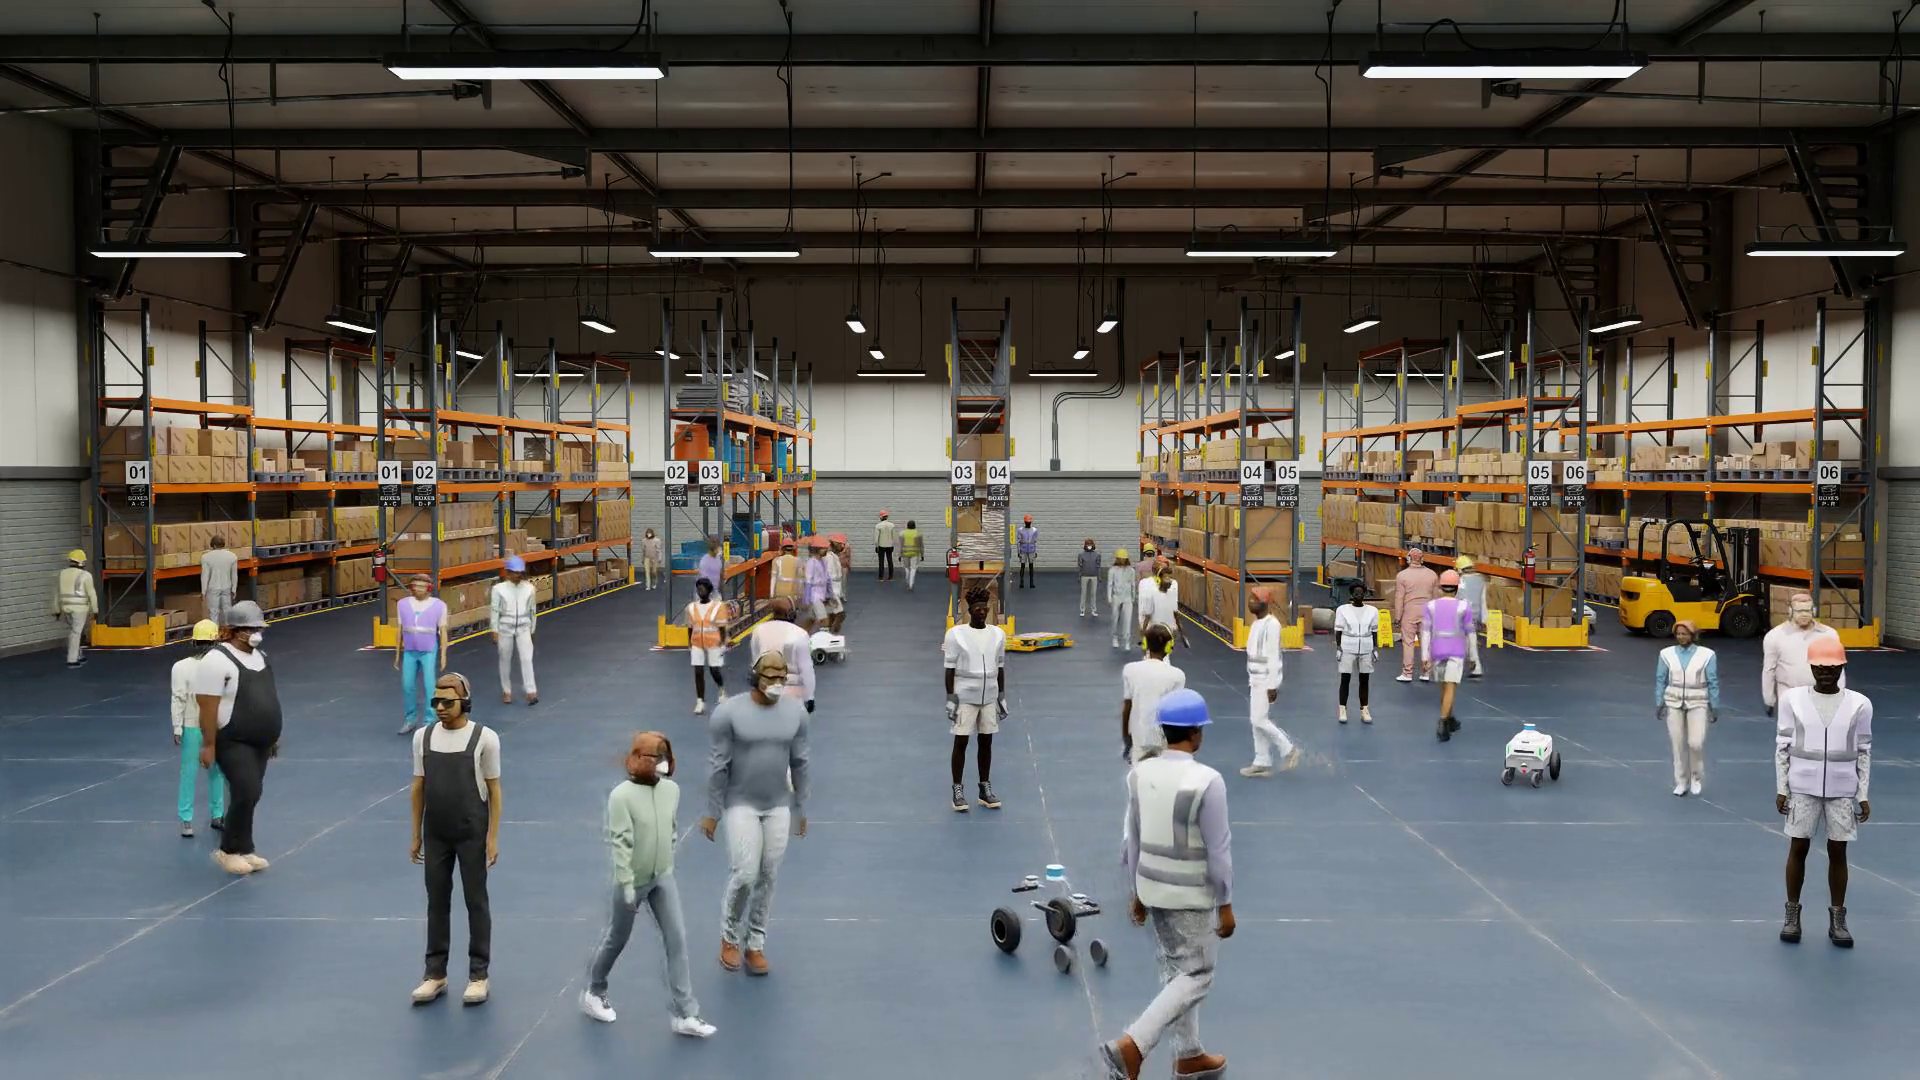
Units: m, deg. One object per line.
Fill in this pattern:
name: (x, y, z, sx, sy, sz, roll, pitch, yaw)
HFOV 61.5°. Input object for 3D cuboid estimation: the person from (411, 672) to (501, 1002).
person: (-2.830, 1.659, 9.059, 0.506, 1.845, 0.342, 0, 2, 6)

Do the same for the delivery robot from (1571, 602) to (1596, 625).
delivery robot: (11.790, 1.416, 30.545, 0.477, 0.478, 0.707, 0, 2, 11)

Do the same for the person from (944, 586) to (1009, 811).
person: (0.144, 1.390, 14.299, 0.601, 1.967, 0.367, -1, 3, -25)

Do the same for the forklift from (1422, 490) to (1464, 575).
forklift: (13.926, -0.371, 47.846, 1.873, 2.768, 1.129, 0, 2, 0)

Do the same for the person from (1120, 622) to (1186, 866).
person: (1.418, 1.539, 12.097, 0.528, 1.846, 0.672, 1, 2, 21)

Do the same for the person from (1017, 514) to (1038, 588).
person: (1.777, 0.284, 42.479, 0.545, 1.941, 0.351, 0, 2, -4)

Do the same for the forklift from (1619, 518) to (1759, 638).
forklift: (13.417, 0.684, 29.791, 2.313, 2.155, 1.214, 0, 2, 0)

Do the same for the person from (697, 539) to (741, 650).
person: (-4.112, 0.927, 27.031, 0.965, 1.874, 0.642, 1, 2, 22)

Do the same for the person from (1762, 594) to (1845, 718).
person: (7.627, 1.420, 14.605, 0.652, 1.881, 0.800, 1, 2, 14)

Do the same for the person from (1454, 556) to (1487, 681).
person: (7.277, 1.122, 23.349, 0.591, 1.777, 0.937, -1, 2, -24)

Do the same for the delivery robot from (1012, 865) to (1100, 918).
delivery robot: (0.579, 2.108, 9.882, 0.335, 0.223, 0.698, -1, 3, -31)

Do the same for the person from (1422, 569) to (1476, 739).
person: (5.520, 1.276, 18.260, 0.560, 1.889, 1.024, 2, 3, 34)

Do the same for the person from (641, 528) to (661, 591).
person: (-7.948, 0.484, 41.560, 0.506, 1.610, 0.700, 0, 2, -4)

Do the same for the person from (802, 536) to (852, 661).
person: (-2.223, 0.929, 25.687, 1.038, 1.990, 0.634, 0, 2, 12)

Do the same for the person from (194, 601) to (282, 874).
person: (-5.284, 1.468, 11.950, 0.535, 2.000, 0.712, 0, 2, 10)

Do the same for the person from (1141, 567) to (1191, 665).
person: (2.571, 1.239, 20.146, 0.522, 1.812, 1.013, -2, 3, -43)

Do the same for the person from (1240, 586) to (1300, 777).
person: (2.994, 1.380, 15.747, 0.475, 1.869, 0.596, 0, 2, -8)

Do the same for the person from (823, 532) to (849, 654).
person: (-2.014, 0.879, 26.486, 0.624, 2.017, 0.627, 0, 2, 4)

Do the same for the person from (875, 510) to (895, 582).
person: (-2.111, 0.161, 45.065, 0.617, 1.986, 0.407, -1, 3, -29)

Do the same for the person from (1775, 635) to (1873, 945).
person: (5.451, 1.567, 10.197, 0.543, 1.940, 0.361, 1, 2, 23)

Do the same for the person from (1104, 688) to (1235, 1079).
person: (0.989, 1.674, 7.675, 0.769, 1.927, 0.618, -1, 3, -33)

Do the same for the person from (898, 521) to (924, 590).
person: (-1.255, 0.395, 41.593, 0.648, 1.796, 0.972, 0, 2, 11)

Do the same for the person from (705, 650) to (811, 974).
person: (-1.172, 1.603, 9.541, 0.650, 1.916, 0.447, -1, 3, -31)

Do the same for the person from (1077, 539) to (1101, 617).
person: (2.704, 0.782, 33.745, 0.508, 1.632, 0.265, 0, 2, -5)

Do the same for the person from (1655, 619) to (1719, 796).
person: (6.649, 1.540, 14.803, 0.539, 1.618, 0.404, 2, 3, 38)

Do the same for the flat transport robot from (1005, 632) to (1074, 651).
flat transport robot: (1.288, 1.722, 27.525, 0.652, 0.197, 1.431, 2, 3, 37)

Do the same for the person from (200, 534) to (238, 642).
person: (-12.722, 0.871, 27.712, 0.357, 1.938, 0.638, 2, 3, 40)

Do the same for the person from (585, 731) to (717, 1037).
person: (-1.694, 1.804, 8.599, 0.860, 1.593, 0.500, 2, 3, 40)

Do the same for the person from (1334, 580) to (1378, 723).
person: (4.734, 1.326, 19.269, 0.532, 1.697, 0.319, 0, 2, 0)

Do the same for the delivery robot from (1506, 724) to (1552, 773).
delivery robot: (5.475, 2.012, 15.527, 0.477, 0.478, 0.707, 1, 2, 27)

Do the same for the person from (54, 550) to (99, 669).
person: (-13.522, 1.053, 24.822, 0.622, 1.798, 0.791, 0, 2, 10)

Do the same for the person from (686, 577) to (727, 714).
person: (-3.133, 1.297, 20.082, 0.541, 1.684, 0.509, 0, 2, 12)

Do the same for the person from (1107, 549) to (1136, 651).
person: (2.738, 0.995, 27.470, 0.493, 1.709, 0.860, 0, 2, -3)

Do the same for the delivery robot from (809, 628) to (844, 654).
delivery robot: (-2.160, 1.622, 25.348, 0.707, 0.478, 0.477, -2, 3, -42)

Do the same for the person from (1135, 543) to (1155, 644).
person: (3.292, 0.940, 28.145, 0.530, 1.768, 0.312, 0, 2, -10)

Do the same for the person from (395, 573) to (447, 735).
person: (-6.135, 1.288, 18.394, 0.586, 1.844, 0.390, 0, 2, 2)

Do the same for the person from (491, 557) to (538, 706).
person: (-5.702, 1.172, 20.691, 0.625, 1.886, 1.011, -1, 3, -28)

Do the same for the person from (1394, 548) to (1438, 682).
person: (6.489, 1.073, 23.049, 0.643, 1.909, 0.410, 0, 2, -12)

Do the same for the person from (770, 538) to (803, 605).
person: (-2.946, 0.915, 27.345, 0.566, 1.874, 0.892, 0, 2, -11)

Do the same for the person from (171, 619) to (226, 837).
person: (-6.198, 1.531, 13.279, 0.321, 1.765, 0.533, 2, 3, 43)

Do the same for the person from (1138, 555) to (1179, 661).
person: (2.646, 1.145, 21.480, 0.574, 1.886, 0.356, -1, 2, -20)

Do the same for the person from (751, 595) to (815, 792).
person: (-1.627, 1.429, 15.009, 0.659, 1.829, 0.450, 1, 3, 30)

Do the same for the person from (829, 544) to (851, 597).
person: (-2.797, 0.641, 37.559, 0.535, 1.615, 0.667, 0, 2, 1)
